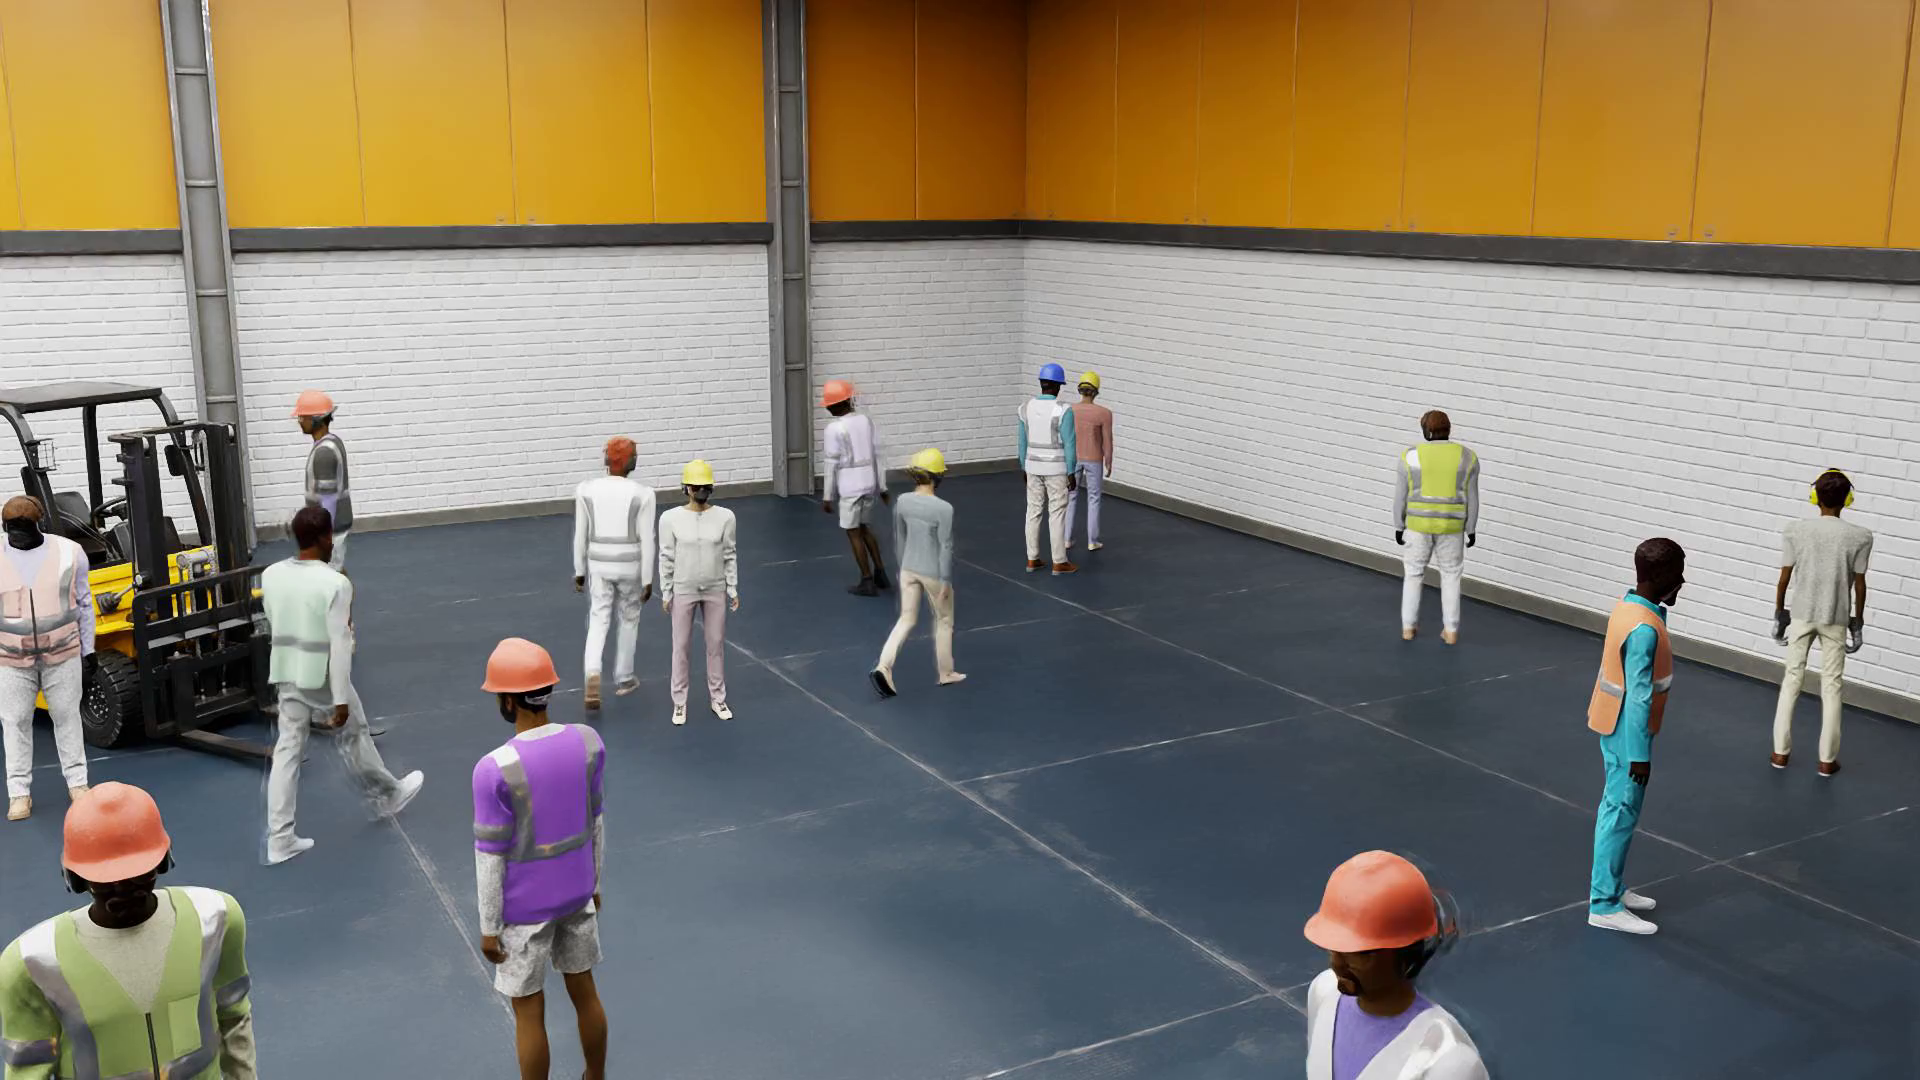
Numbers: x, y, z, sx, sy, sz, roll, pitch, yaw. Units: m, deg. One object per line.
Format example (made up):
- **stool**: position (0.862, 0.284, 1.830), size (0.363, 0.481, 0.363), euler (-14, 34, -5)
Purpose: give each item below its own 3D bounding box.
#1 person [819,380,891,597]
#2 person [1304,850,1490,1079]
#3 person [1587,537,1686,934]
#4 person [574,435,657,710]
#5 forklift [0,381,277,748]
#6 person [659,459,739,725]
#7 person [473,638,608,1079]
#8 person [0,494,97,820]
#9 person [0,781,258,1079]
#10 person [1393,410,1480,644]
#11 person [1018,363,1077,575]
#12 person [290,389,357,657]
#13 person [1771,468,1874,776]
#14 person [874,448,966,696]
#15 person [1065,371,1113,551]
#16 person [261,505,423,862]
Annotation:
- **person**: position (-0.935, -0.446, 14.397), size (0.543, 1.890, 0.563), euler (10, 15, 38)
- **person**: position (1.064, 1.700, 4.066), size (0.941, 2.018, 0.610), euler (-6, 13, -27)
- **person**: position (3.209, 0.921, 7.962), size (0.397, 1.911, 0.587), euler (4, 13, 18)
- **person**: position (-2.374, 0.223, 11.358), size (0.607, 1.858, 0.825), euler (1, 12, 5)
- **forklift**: position (-5.853, 0.085, 11.199), size (2.313, 2.155, 1.214), euler (7, 14, 28)
- **person**: position (-1.722, 0.340, 11.007), size (0.524, 1.772, 0.309), euler (-4, 13, -19)
- **person**: position (-1.556, 1.301, 6.134), size (0.387, 1.929, 0.547), euler (10, 16, 39)
- **person**: position (-5.216, 0.650, 9.401), size (0.619, 1.839, 0.430), euler (-7, 14, -30)
- **person**: position (-2.149, 1.608, 4.419), size (0.615, 2.041, 0.392), euler (-11, 16, -41)
- **person**: position (3.693, -0.100, 12.947), size (0.641, 1.828, 0.429), euler (3, 12, 14)
- **person**: position (0.814, -0.647, 15.238), size (0.604, 1.938, 0.402), euler (9, 15, 35)
- **person**: position (-4.772, -0.119, 12.517), size (0.386, 2.042, 0.609), euler (-4, 13, -17)
- **person**: position (5.204, 0.495, 10.081), size (0.495, 1.862, 0.325), euler (8, 14, 33)
- **person**: position (-0.288, 0.227, 11.633), size (0.531, 1.742, 0.797), euler (9, 15, 36)
- **person**: position (1.236, -0.767, 16.239), size (0.533, 1.757, 0.342), euler (4, 13, 18)
- **person**: position (-3.431, 0.725, 9.002), size (0.594, 1.856, 1.051), euler (4, 13, 18)
